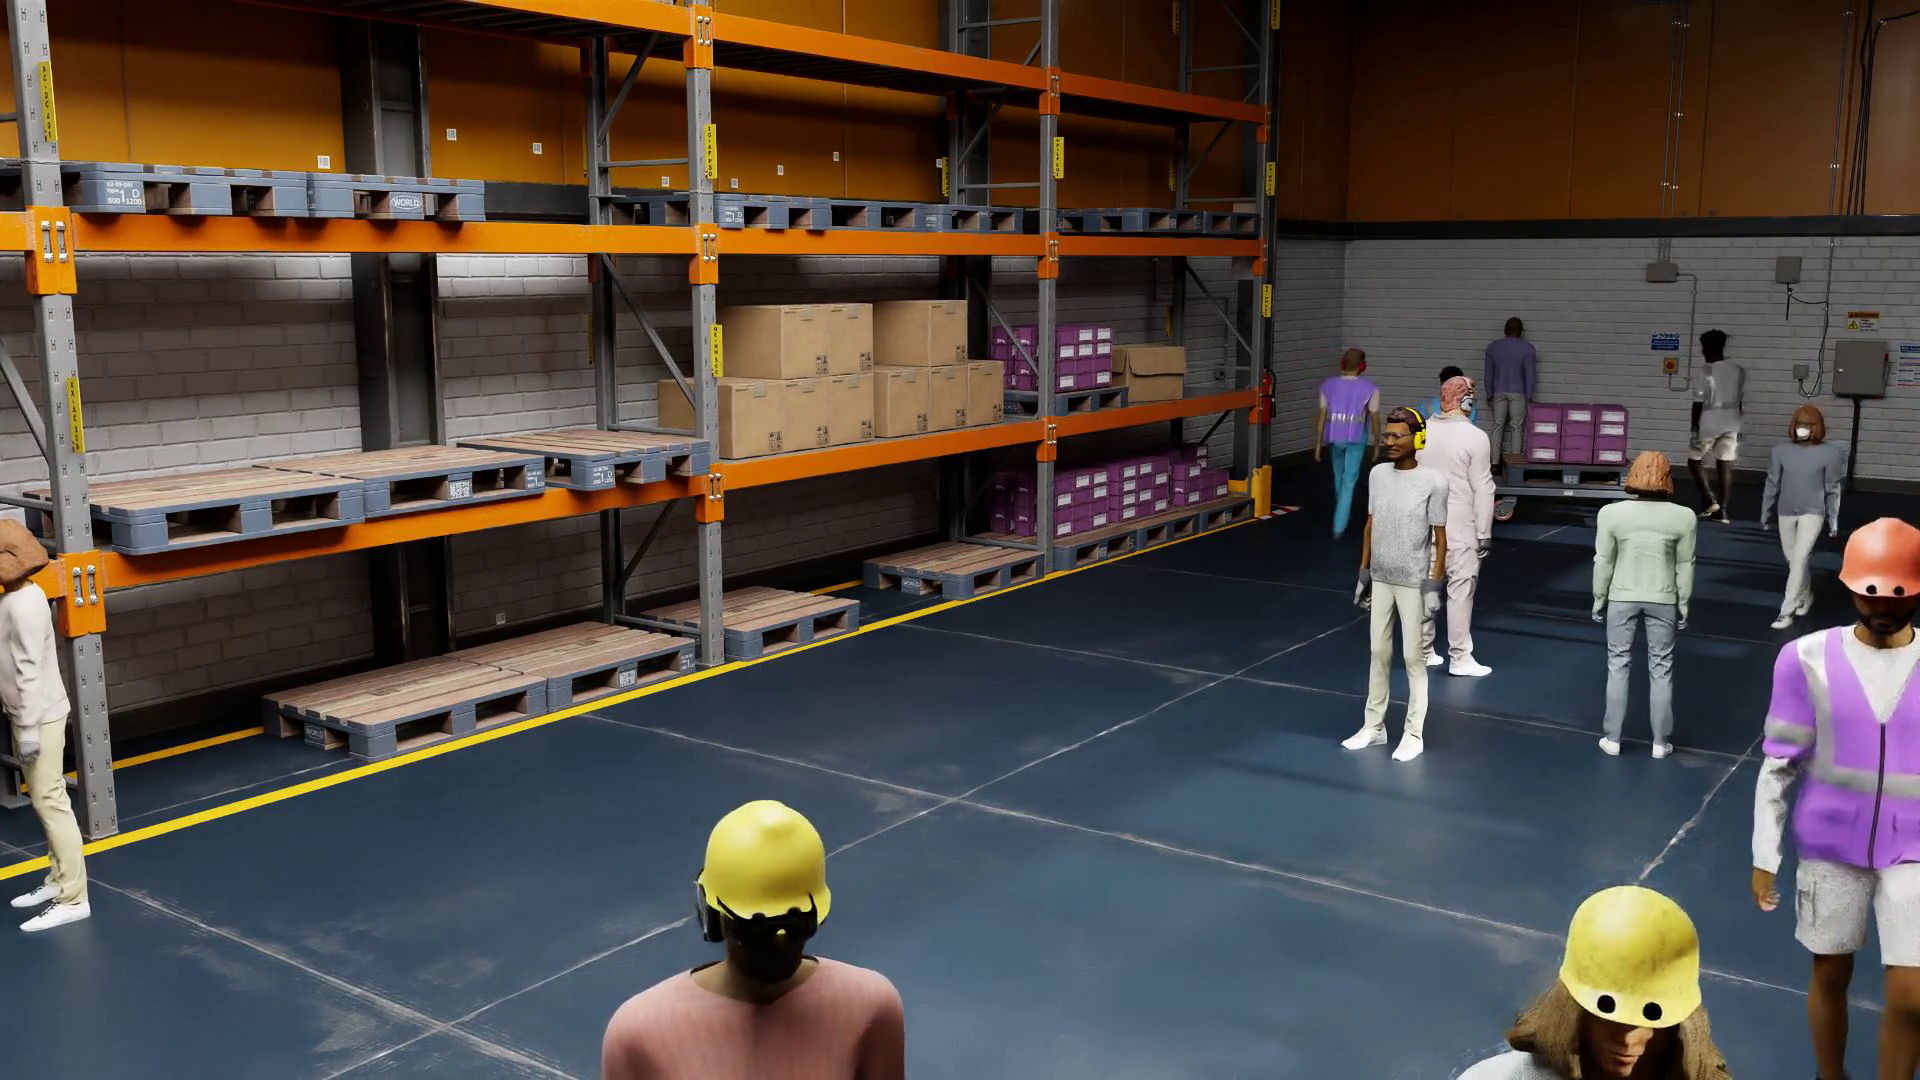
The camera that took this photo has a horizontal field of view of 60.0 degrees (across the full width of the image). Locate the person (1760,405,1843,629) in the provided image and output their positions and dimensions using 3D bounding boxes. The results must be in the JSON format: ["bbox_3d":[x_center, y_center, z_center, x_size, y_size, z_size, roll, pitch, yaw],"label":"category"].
[{"bbox_3d":[6.125,-0.191,12.085,0.817,1.601,0.509,-8,12,-39],"label":"person"}]

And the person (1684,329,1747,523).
[{"bbox_3d":[7.603,-1.138,16.713,0.664,1.942,0.433,-1,10,-9],"label":"person"}]

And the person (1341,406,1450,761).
[{"bbox_3d":[2.314,0.227,8.792,0.327,1.874,0.518,-8,13,-41],"label":"person"}]

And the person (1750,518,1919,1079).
[{"bbox_3d":[2.546,0.894,4.674,0.587,1.916,0.629,5,11,26],"label":"person"}]

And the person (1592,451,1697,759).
[{"bbox_3d":[3.607,0.342,8.809,0.501,1.633,0.281,3,10,20],"label":"person"}]

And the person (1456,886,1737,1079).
[{"bbox_3d":[0.987,1.335,2.610,0.493,1.727,0.640,4,10,22],"label":"person"}]

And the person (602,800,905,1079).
[{"bbox_3d":[-0.332,1.284,2.849,0.530,1.760,0.351,-3,10,-17],"label":"person"}]

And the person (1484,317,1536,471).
[{"bbox_3d":[6.842,-1.807,20.732,0.629,1.931,0.376,8,12,38],"label":"person"}]

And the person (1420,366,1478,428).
[{"bbox_3d":[4.406,-0.736,15.081,0.549,1.675,0.606,3,10,15],"label":"person"}]

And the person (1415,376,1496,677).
[{"bbox_3d":[3.131,-0.087,10.566,0.410,1.906,0.642,-7,12,-34],"label":"person"}]

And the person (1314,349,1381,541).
[{"bbox_3d":[3.729,-0.922,15.893,0.579,1.778,0.983,6,11,30],"label":"person"}]

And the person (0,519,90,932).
[{"bbox_3d":[-3.690,0.719,6.597,0.285,1.625,0.494,-6,11,-34],"label":"person"}]
